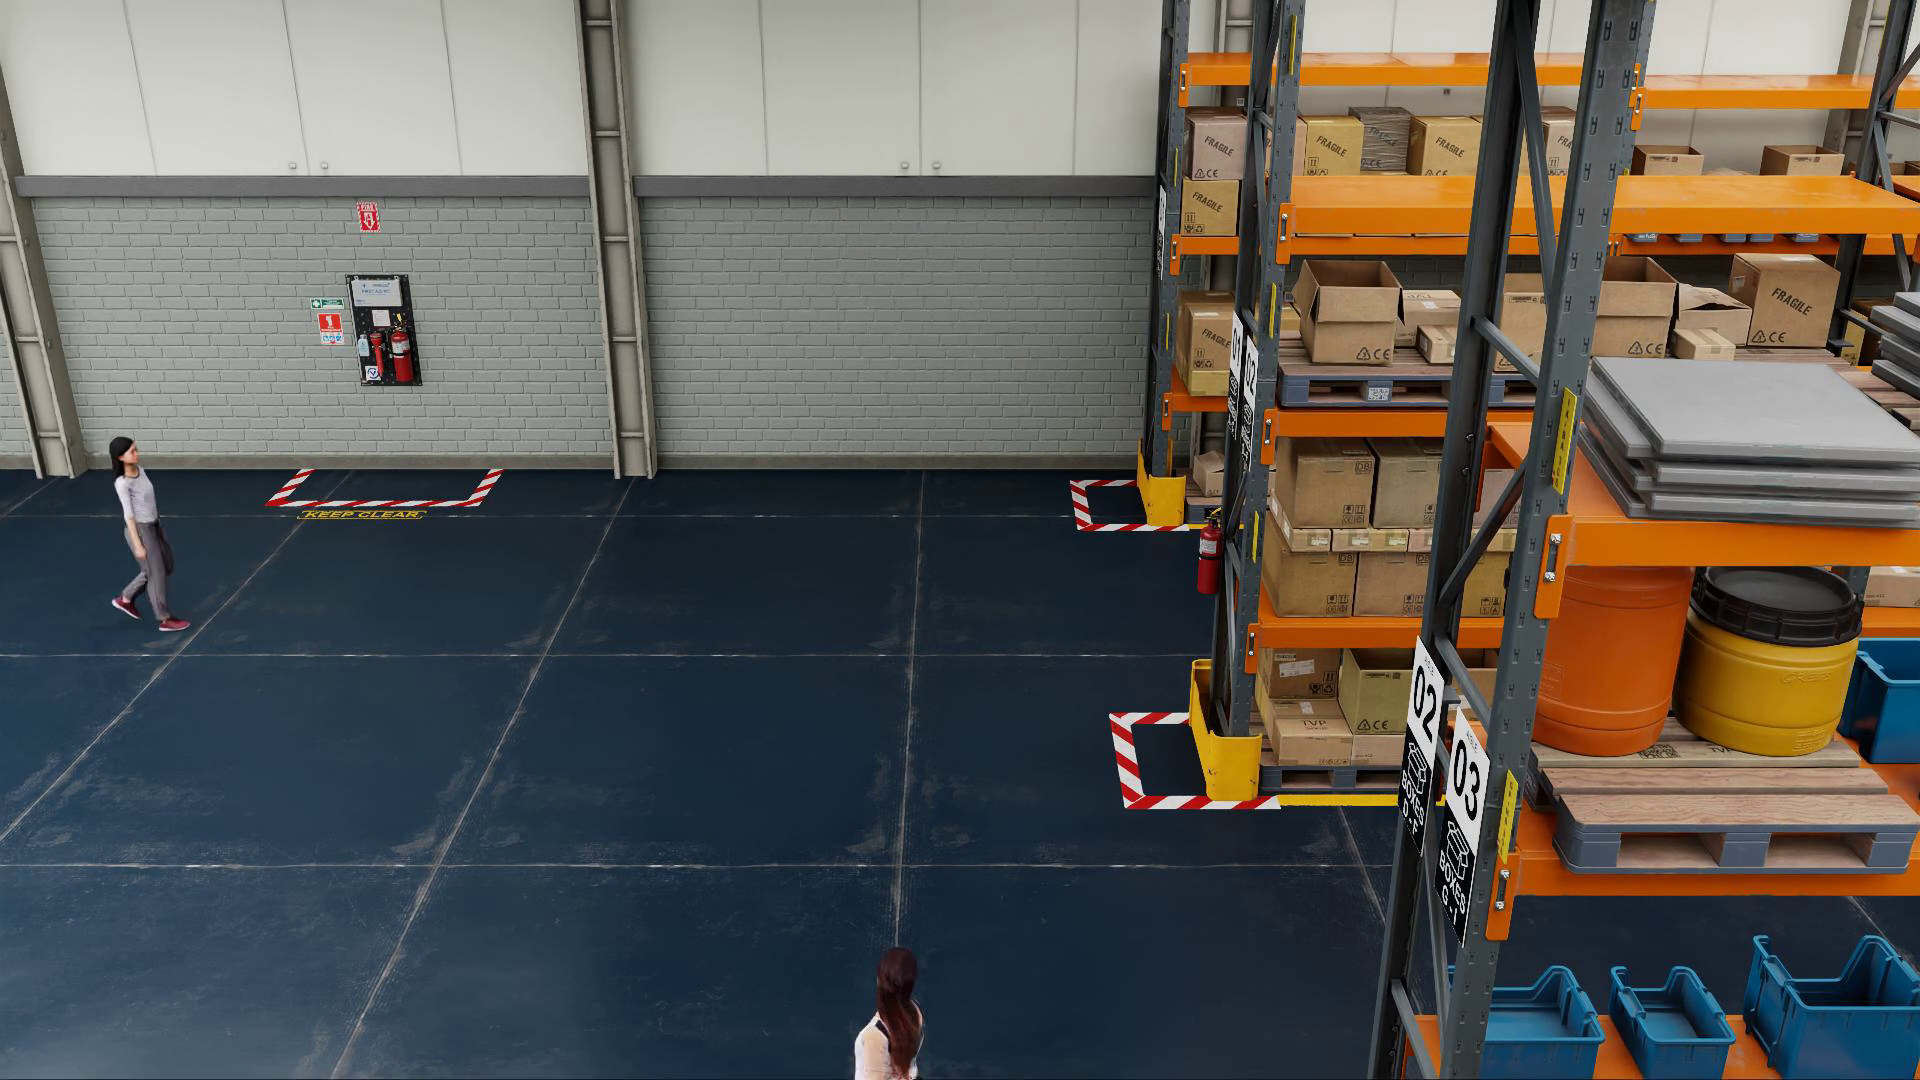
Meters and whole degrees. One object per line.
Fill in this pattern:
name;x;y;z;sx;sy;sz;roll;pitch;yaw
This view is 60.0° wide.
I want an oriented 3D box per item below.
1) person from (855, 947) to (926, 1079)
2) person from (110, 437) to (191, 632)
person;-0.286;2.632;7.496;0.823;1.611;0.772;10;25;22
person;-6.769;-0.032;13.623;0.834;1.718;0.639;-2;23;-4
